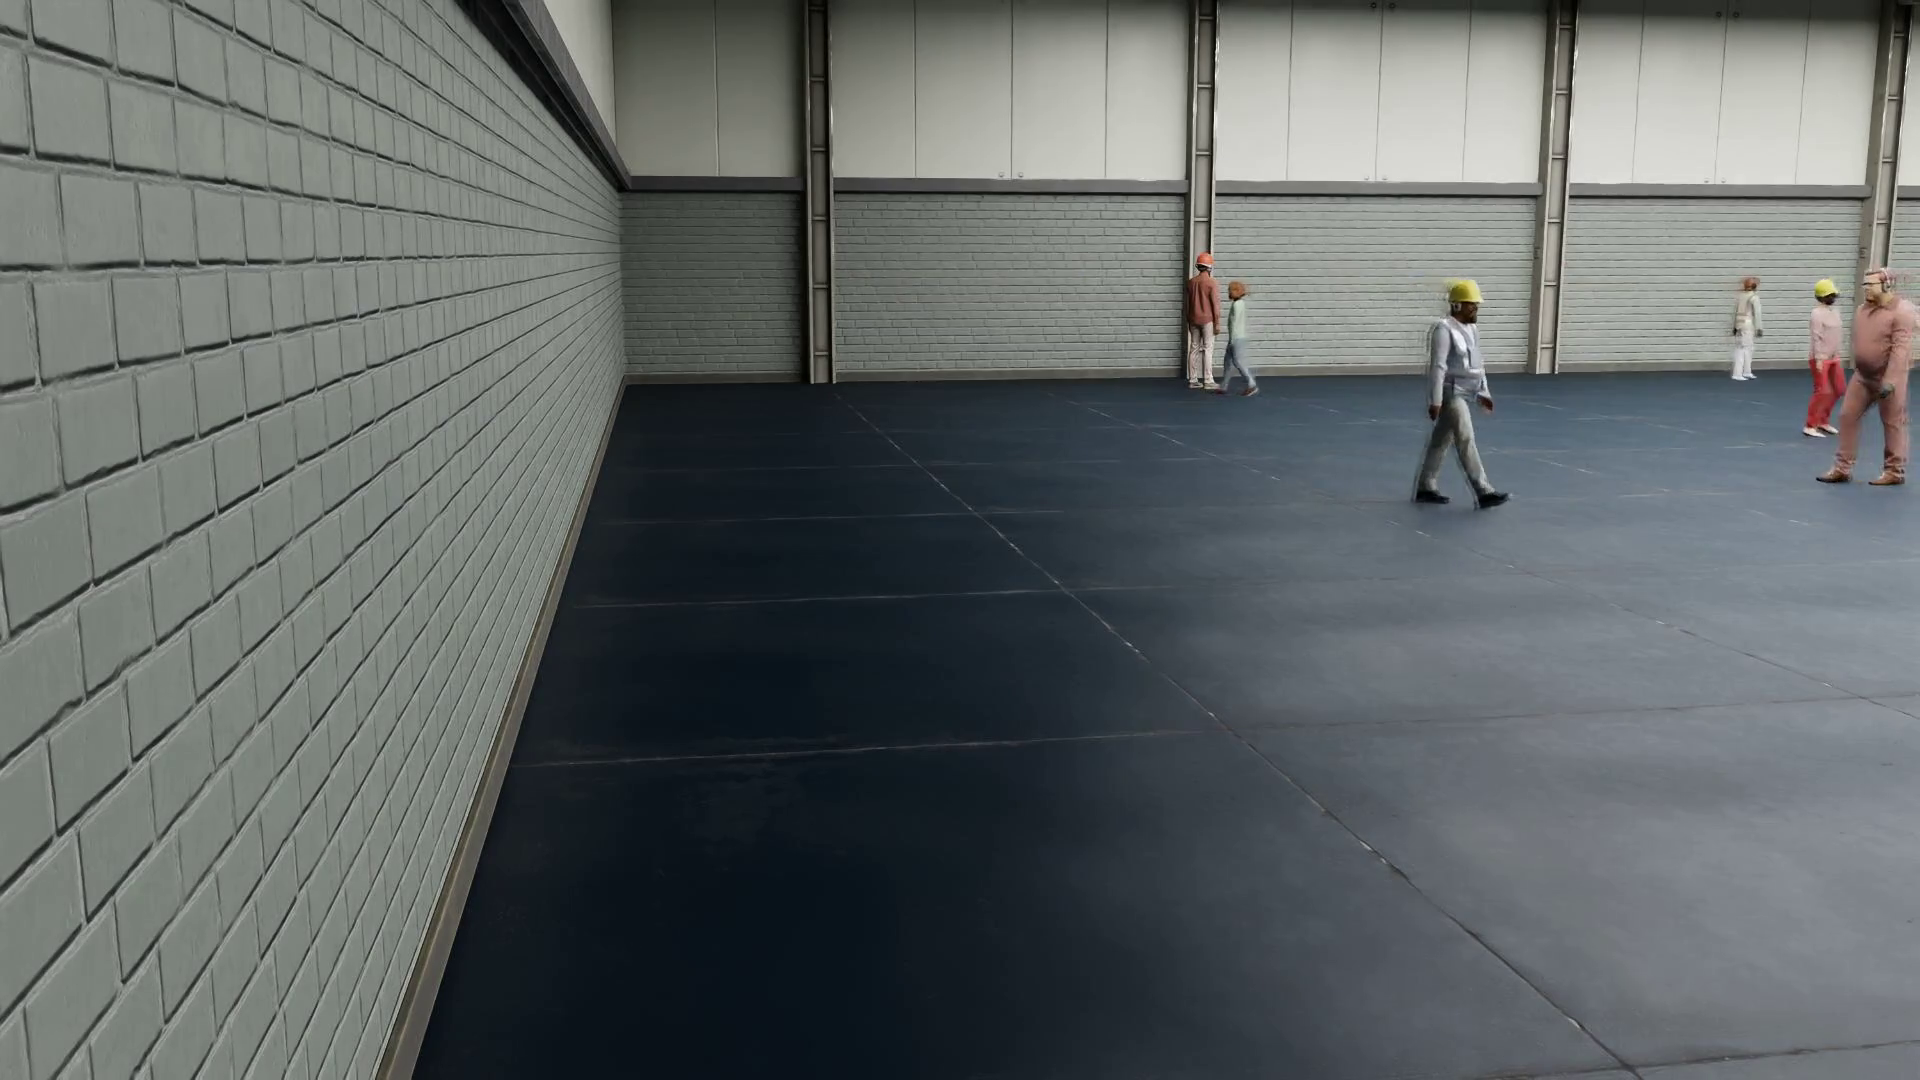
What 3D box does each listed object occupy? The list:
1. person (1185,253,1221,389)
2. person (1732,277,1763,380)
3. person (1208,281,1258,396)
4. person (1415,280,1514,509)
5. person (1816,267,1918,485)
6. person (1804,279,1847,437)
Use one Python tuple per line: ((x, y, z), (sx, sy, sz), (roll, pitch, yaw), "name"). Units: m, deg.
((3.591, -3.220, 24.507), (0.373, 1.997, 0.619), (-9, 13, -41), "person")
((12.404, -3.303, 26.043), (0.610, 1.617, 0.548), (-1, 10, -5), "person")
((3.866, -2.818, 23.306), (0.621, 1.620, 0.511), (2, 10, 11), "person")
((4.021, -1.143, 13.118), (0.895, 1.786, 0.610), (7, 12, 35), "person")
((7.837, -1.392, 14.329), (0.803, 1.875, 0.661), (-3, 10, -18), "person")
((9.416, -1.966, 18.109), (0.618, 1.726, 0.360), (-6, 12, -33), "person")
